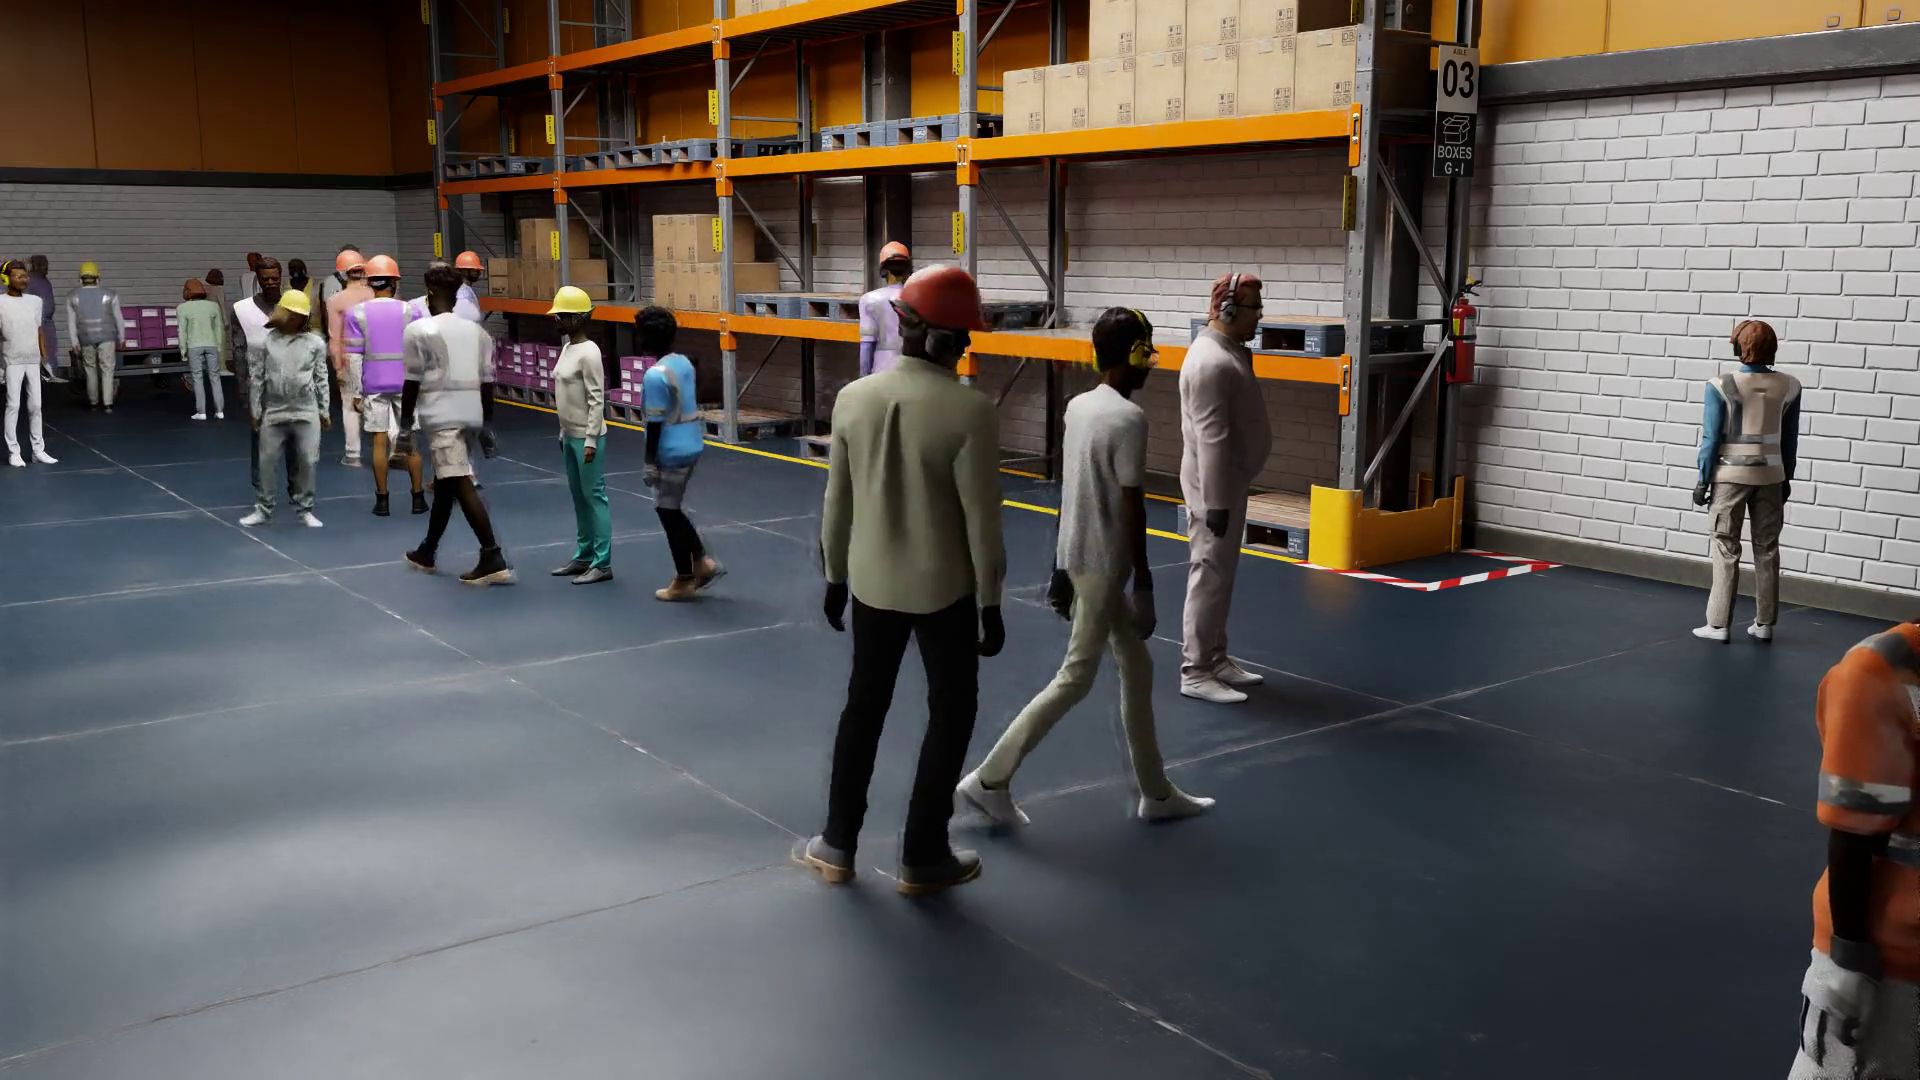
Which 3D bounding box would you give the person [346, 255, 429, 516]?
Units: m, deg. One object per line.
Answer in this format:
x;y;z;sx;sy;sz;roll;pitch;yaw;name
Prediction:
-4.251;-1.142;12.385;0.546;1.934;0.376;-3;11;-18;person

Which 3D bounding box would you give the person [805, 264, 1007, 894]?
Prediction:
-0.193;0.131;5.201;0.787;1.951;0.389;6;12;30;person

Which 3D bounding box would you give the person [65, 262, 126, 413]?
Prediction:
-10.350;-2.423;19.947;0.599;1.819;0.635;-3;11;-19;person

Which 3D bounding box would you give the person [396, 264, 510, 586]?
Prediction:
-3.052;-0.700;10.031;0.995;1.900;0.591;5;11;26;person

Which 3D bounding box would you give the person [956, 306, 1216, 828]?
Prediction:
0.431;0.113;5.711;0.921;1.819;0.551;-3;11;-16;person

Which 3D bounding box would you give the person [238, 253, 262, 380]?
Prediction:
-10.370;-3.291;24.560;0.585;1.882;0.340;6;12;29;person

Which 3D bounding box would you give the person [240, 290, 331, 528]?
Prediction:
-4.775;-0.911;11.764;0.610;1.707;0.452;-4;11;-20;person

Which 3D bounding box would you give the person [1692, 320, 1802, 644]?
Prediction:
3.975;-0.287;8.423;0.523;1.638;0.311;-1;10;-5;person

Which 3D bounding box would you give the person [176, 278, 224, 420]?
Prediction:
-8.748;-2.195;19.172;0.492;1.624;0.308;-10;14;-43;person

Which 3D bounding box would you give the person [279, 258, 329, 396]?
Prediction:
-8.388;-2.669;21.224;0.658;1.832;0.438;-2;10;-10;person

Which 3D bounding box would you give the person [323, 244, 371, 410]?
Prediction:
-7.413;-2.626;20.400;0.699;2.000;0.639;-10;14;-44;person

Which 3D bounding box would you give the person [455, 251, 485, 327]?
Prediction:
-5.128;-2.049;17.453;0.362;1.935;0.553;-3;11;-18;person

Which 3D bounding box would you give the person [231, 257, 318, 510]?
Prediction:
-5.244;-1.197;12.746;0.591;1.915;0.379;-7;12;-33;person

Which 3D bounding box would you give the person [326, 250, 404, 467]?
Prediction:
-5.325;-1.608;14.919;0.623;1.967;0.838;-9;13;-41;person

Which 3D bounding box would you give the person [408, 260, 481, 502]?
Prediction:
-4.040;-1.248;13.087;0.944;1.905;0.629;9;13;40;person

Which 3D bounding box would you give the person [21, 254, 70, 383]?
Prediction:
-13.349;-3.177;23.947;0.726;1.878;0.679;0;10;-2;person

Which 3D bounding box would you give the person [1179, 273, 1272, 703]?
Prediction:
1.176;-0.228;7.386;0.400;1.896;0.649;3;10;15;person

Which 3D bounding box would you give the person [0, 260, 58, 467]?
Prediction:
-8.536;-1.603;15.146;0.313;1.869;0.534;6;12;31;person

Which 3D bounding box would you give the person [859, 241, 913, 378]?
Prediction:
-0.477;-1.230;12.603;0.605;2.034;0.390;-3;11;-16;person

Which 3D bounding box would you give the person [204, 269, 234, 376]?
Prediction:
-11.362;-3.325;25.453;0.507;1.630;0.268;6;12;32;person

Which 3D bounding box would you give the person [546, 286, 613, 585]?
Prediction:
-2.278;-0.620;9.934;0.314;1.769;0.523;-6;12;-32;person

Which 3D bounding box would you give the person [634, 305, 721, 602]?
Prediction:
-1.620;-0.468;9.291;0.357;1.678;0.551;2;10;10;person

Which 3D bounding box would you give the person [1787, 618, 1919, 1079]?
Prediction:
1.642;0.690;2.793;0.535;1.693;0.322;-3;11;-19;person
